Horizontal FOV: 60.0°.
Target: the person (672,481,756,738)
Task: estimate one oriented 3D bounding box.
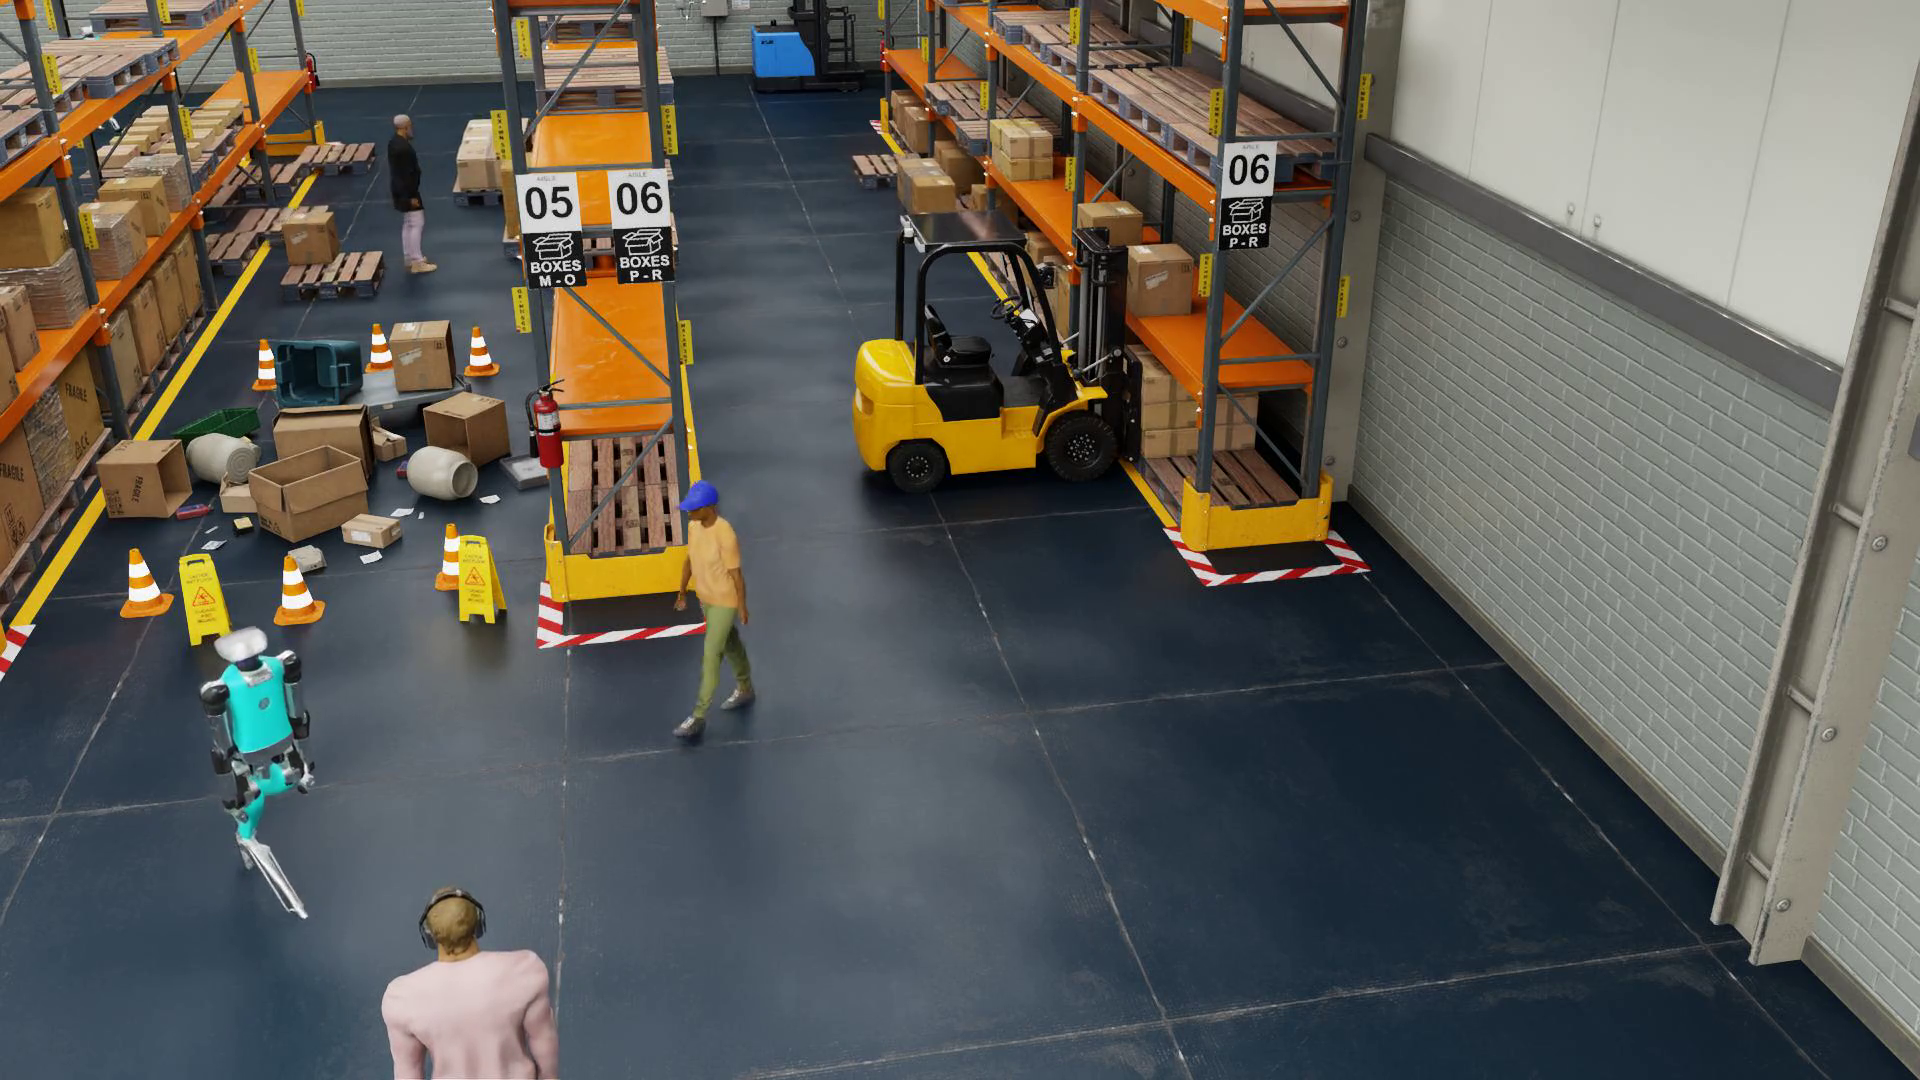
[{"bbox_3d":[-1.645,0.426,10.597,0.823,1.679,0.483,-22,33,-38],"label":"person"}]

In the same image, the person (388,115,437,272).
[{"bbox_3d":[-6.618,-4.154,19.994,0.387,1.820,0.742,-15,29,-28],"label":"person"}]

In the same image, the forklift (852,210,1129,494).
[{"bbox_3d":[0.216,-1.659,14.366,2.313,2.155,1.214,-5,26,-10],"label":"forklift"}]

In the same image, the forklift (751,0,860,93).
[{"bbox_3d":[-2.872,-9.679,30.288,1.873,2.768,1.129,-5,26,-10],"label":"forklift"}]

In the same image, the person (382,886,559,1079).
[{"bbox_3d":[-1.903,2.200,6.636,0.628,1.936,0.381,-7,27,-14],"label":"person"}]

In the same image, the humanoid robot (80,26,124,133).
[{"bbox_3d":[-13.964,-7.413,26.853,1.011,1.719,0.547,23,34,39],"label":"humanoid robot"}]

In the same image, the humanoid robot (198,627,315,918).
[{"bbox_3d":[-3.901,1.182,8.991,0.938,1.768,0.538,20,32,35],"label":"humanoid robot"}]
